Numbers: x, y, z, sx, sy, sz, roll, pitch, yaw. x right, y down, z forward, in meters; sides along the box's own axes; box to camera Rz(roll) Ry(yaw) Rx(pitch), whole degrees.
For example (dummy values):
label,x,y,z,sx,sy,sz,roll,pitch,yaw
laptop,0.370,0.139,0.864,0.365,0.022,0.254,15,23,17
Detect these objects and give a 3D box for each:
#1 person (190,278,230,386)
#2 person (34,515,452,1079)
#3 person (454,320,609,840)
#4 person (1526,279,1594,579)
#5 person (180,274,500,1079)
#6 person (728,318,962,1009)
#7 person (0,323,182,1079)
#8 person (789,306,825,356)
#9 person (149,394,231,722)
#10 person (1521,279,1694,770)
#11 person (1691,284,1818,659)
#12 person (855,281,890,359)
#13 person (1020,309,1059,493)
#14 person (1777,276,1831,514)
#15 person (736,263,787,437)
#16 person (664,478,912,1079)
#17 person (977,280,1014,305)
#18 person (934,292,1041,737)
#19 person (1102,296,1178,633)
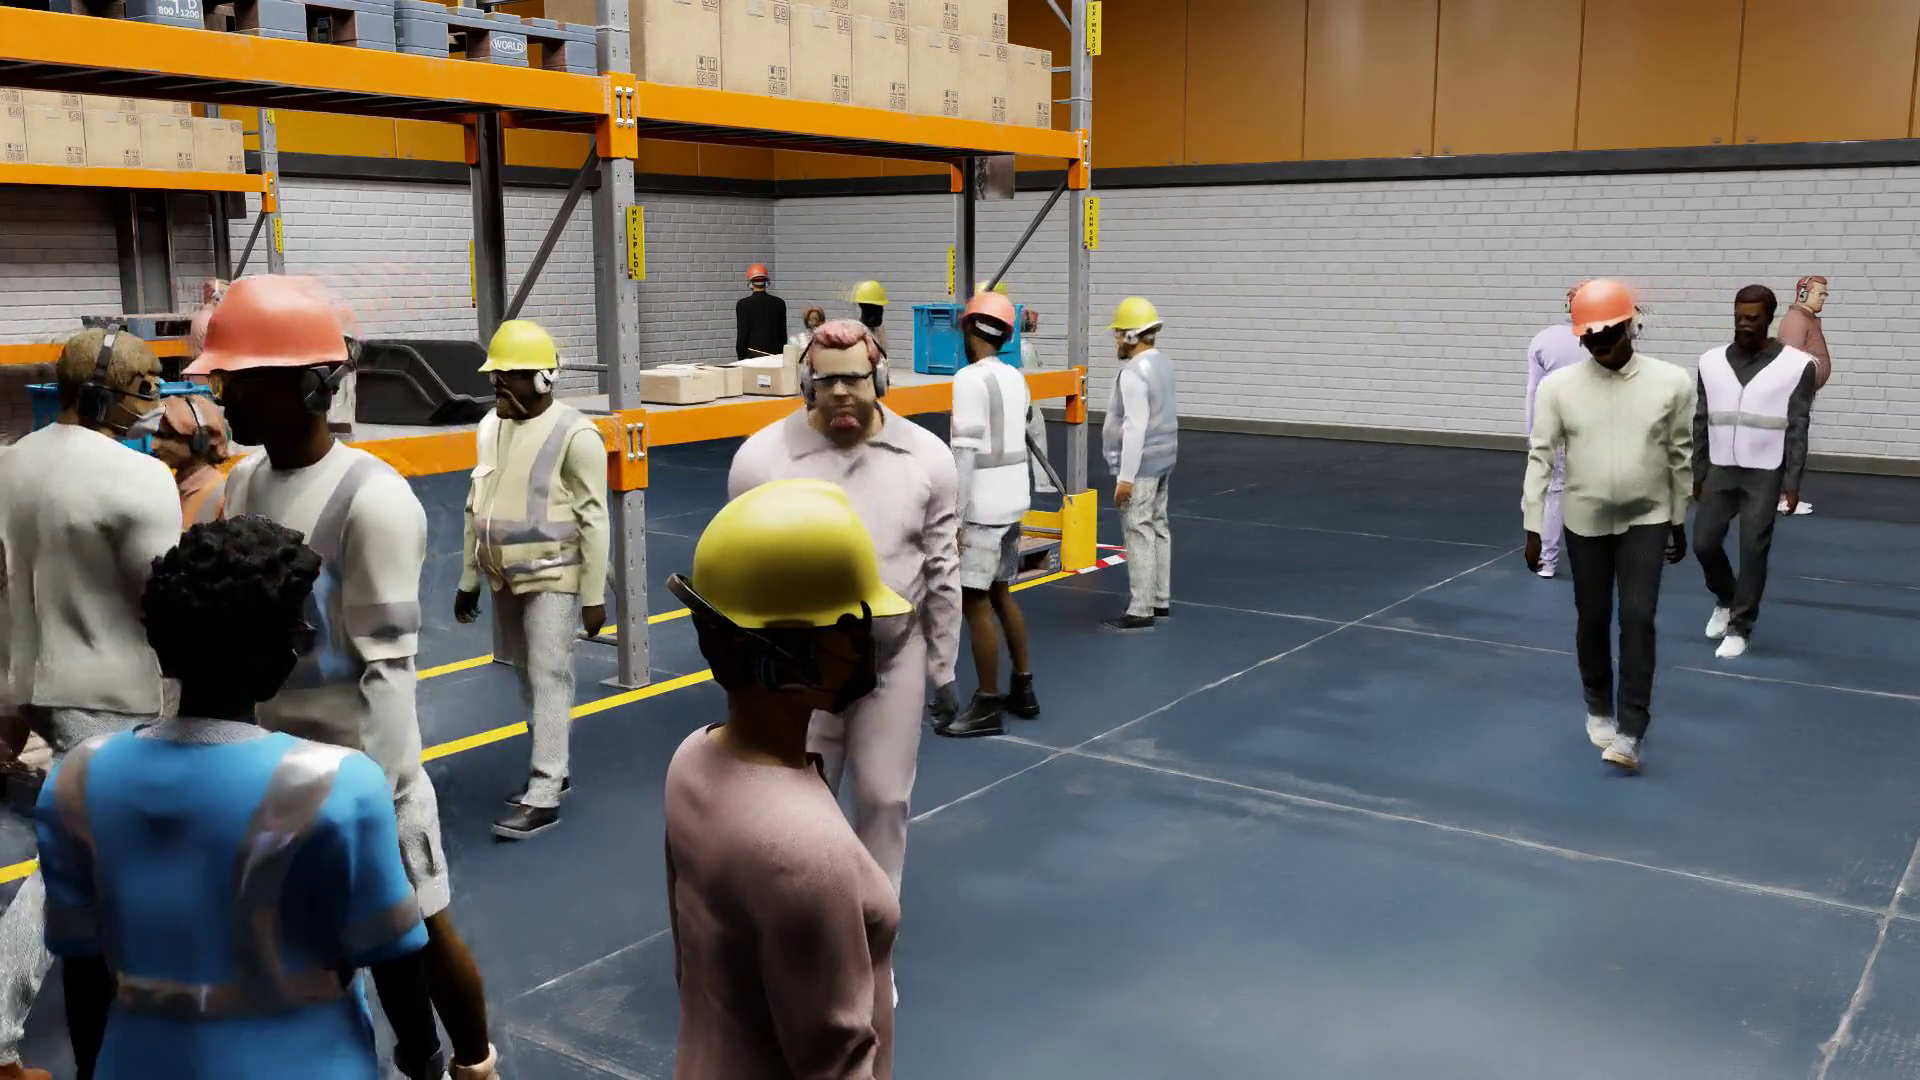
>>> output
label,x,y,z,sx,sy,sz,roll,pitch,yaw
person,-6.324,-1.327,14.480,0.951,1.867,0.647,-7,12,-36
person,-0.991,0.796,2.392,0.536,1.678,0.465,3,10,19
person,-1.552,0.129,5.963,0.603,1.831,0.461,7,12,35
person,3.911,-0.685,10.514,0.639,1.910,0.407,5,11,29
person,-1.361,0.467,3.407,0.632,1.985,1.027,7,12,34
person,-0.332,0.315,4.670,0.653,1.881,0.699,-2,10,-9
person,-2.183,0.409,4.117,0.624,1.885,0.995,6,11,34
person,-1.358,-1.378,15.552,0.538,1.589,0.853,-2,10,-10
person,-2.424,0.359,5.170,0.541,1.599,0.807,6,11,33
person,2.599,-0.062,6.694,0.649,1.942,0.826,3,10,18
person,4.024,-0.347,8.511,0.438,1.904,0.603,-9,13,-43
person,-0.747,-1.095,13.079,1.025,1.872,0.600,6,12,34
person,0.488,-1.186,14.373,0.775,1.609,0.521,-4,10,-23
person,6.787,-1.170,13.423,0.402,1.904,0.639,5,11,29
person,-2.144,-1.968,17.901,0.614,1.990,0.392,-7,12,-35
person,-0.208,0.803,2.078,0.311,1.769,0.522,-5,11,-26
person,0.118,-0.999,12.461,0.849,1.892,0.601,-4,10,-21
person,0.109,-0.113,7.176,0.375,1.891,0.621,4,10,23
person,0.983,-0.413,9.122,0.403,1.830,0.599,4,11,25
